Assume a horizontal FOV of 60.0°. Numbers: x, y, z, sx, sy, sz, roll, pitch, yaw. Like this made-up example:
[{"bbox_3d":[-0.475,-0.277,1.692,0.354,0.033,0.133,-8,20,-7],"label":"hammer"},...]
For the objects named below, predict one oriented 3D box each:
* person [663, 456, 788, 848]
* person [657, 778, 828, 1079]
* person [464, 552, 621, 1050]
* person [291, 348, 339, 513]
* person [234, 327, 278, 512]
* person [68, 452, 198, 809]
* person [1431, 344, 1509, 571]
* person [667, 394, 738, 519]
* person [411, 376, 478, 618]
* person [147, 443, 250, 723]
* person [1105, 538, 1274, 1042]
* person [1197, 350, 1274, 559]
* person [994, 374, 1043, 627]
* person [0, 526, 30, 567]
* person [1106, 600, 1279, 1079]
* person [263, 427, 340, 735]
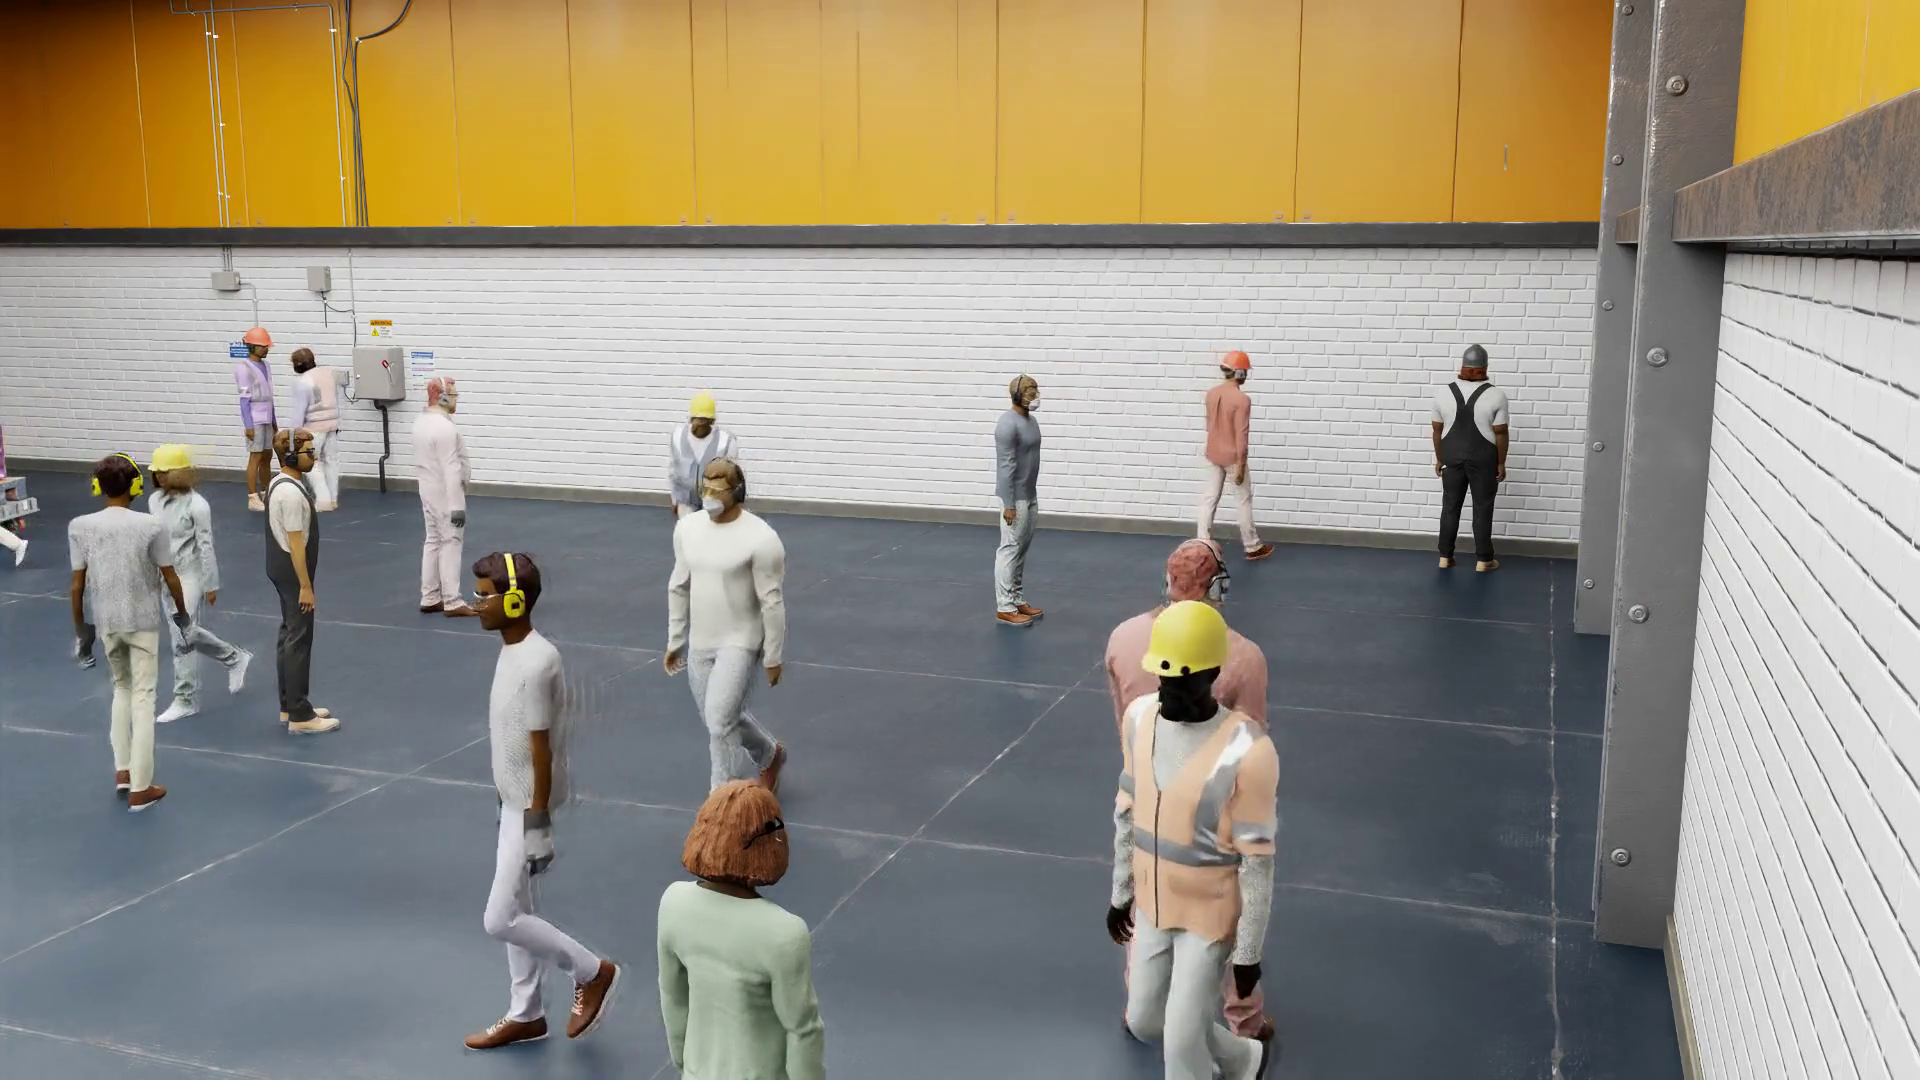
[{"bbox_3d":[-1.124,0.513,8.323,0.631,1.909,0.888,7,12,33],"label":"person"},{"bbox_3d":[-0.532,1.388,4.150,0.499,1.633,0.285,7,12,34],"label":"person"},{"bbox_3d":[-1.548,0.955,5.970,0.458,1.855,0.561,-5,11,-26],"label":"person"},{"bbox_3d":[-7.058,-1.202,18.274,0.448,1.812,0.688,3,10,16],"label":"person"},{"bbox_3d":[-7.690,-1.322,18.308,0.409,2.032,0.608,1,10,4],"label":"person"},{"bbox_3d":[-4.327,0.466,8.754,0.538,1.849,0.617,0,10,-1],"label":"person"},{"bbox_3d":[4.626,-0.745,15.017,0.688,2.000,0.539,7,12,34],"label":"person"},{"bbox_3d":[-2.069,-0.321,13.454,0.598,1.747,1.008,0,10,-2],"label":"person"},{"bbox_3d":[-4.052,-0.339,13.125,0.403,1.910,0.651,-8,13,-37],"label":"person"},{"bbox_3d":[-4.803,0.229,10.438,0.489,1.716,0.722,6,12,30],"label":"person"},{"bbox_3d":[0.846,0.927,6.024,0.651,1.890,0.457,7,12,34],"label":"person"},{"bbox_3d":[2.524,-0.771,15.418,0.663,1.989,0.632,-7,12,-33],"label":"person"},{"bbox_3d":[0.457,-0.314,12.876,0.353,1.937,0.635,4,11,20],"label":"person"},{"bbox_3d":[-8.787,-0.507,14.869,0.677,1.620,0.521,-5,11,-25],"label":"person"},{"bbox_3d":[0.752,1.092,5.066,0.685,1.905,0.603,-8,13,-37],"label":"person"},{"bbox_3d":[-3.987,0.242,10.006,0.327,1.843,0.516,-6,12,-30],"label":"person"}]
